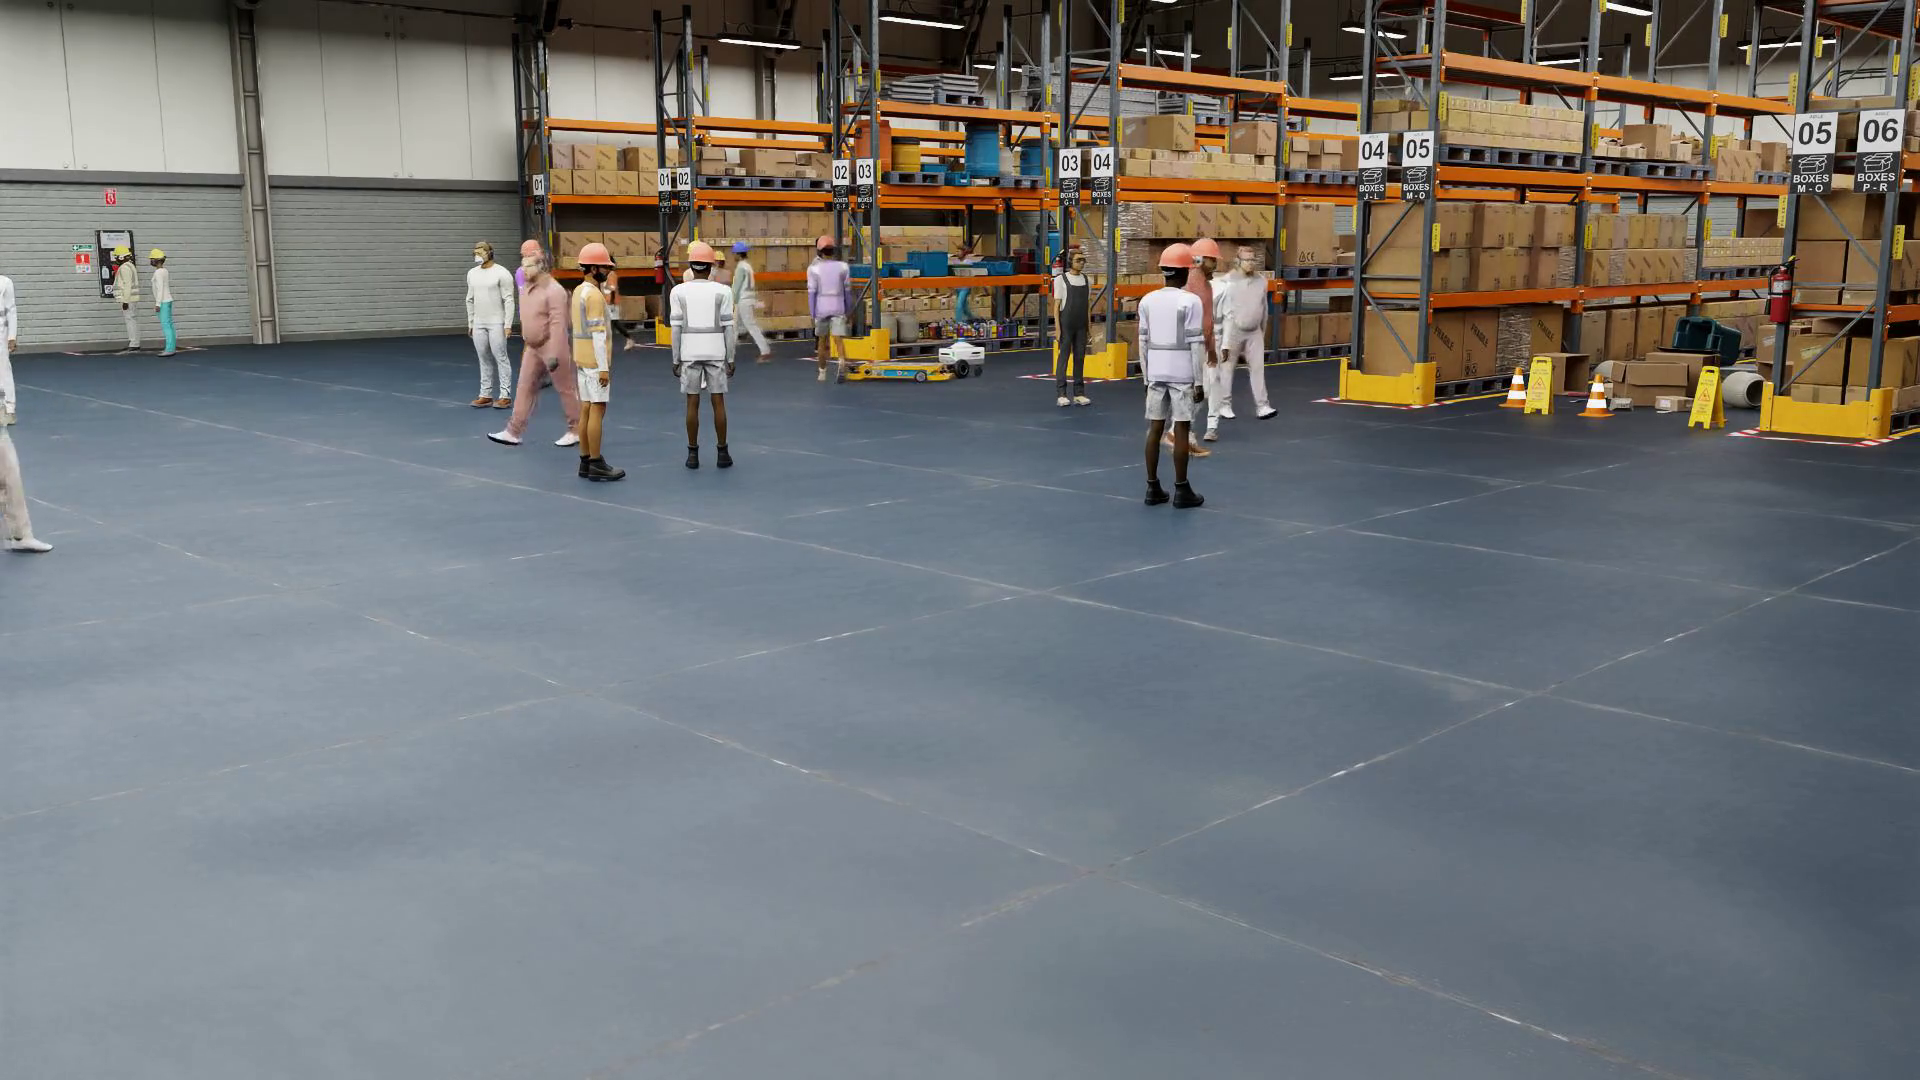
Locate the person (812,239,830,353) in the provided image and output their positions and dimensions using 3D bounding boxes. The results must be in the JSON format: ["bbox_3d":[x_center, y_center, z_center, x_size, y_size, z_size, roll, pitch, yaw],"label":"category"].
[{"bbox_3d":[-2.360,-4.214,28.608,0.368,1.966,0.602,1,10,7],"label":"person"}]

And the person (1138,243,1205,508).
[{"bbox_3d":[1.587,-1.222,12.373,0.545,1.938,0.359,8,13,38],"label":"person"}]

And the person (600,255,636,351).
[{"bbox_3d":[-6.010,-4.079,28.675,0.746,1.676,0.541,-5,12,-28],"label":"person"}]

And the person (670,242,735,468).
[{"bbox_3d":[-2.233,-1.607,14.471,0.550,1.935,0.375,-1,10,-6],"label":"person"}]

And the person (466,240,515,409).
[{"bbox_3d":[-5.473,-2.506,19.372,0.635,1.937,0.354,5,11,24],"label":"person"}]

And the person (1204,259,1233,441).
[{"bbox_3d":[2.384,-1.923,16.342,0.573,1.883,0.354,6,12,29],"label":"person"}]

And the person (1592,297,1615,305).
[{"bbox_3d":[11.557,-4.294,29.780,0.863,1.699,0.499,-10,14,-43],"label":"person"}]

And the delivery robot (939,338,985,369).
[{"bbox_3d":[0.028,-2.647,23.775,0.477,0.478,0.707,9,14,42],"label":"delivery robot"}]

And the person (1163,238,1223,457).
[{"bbox_3d":[2.150,-1.743,15.096,0.427,1.974,0.619,5,11,24],"label":"person"}]

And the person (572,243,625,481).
[{"bbox_3d":[-2.996,-1.472,13.738,0.363,1.935,0.553,-6,12,-28],"label":"person"}]

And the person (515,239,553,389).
[{"bbox_3d":[-5.619,-2.976,21.926,0.353,1.942,0.545,1,10,8],"label":"person"}]

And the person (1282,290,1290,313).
[{"bbox_3d":[7.422,-6.030,38.666,0.548,1.916,0.796,10,14,42],"label":"person"}]

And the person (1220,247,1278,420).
[{"bbox_3d":[3.104,-2.221,18.013,0.684,1.861,0.956,-3,11,-18],"label":"person"}]

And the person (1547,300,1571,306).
[{"bbox_3d":[9.552,-3.635,26.230,0.566,1.669,0.563,8,13,38],"label":"person"}]

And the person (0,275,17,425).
[{"bbox_3d":[-10.322,-2.165,17.666,0.572,1.882,0.356,-1,10,-5],"label":"person"}]

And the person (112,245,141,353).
[{"bbox_3d":[-14.275,-4.124,28.484,0.404,1.830,0.599,-4,11,-19],"label":"person"}]

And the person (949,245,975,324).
[{"bbox_3d":[0.105,-5.046,33.569,0.825,1.818,0.575,-7,13,-35],"label":"person"}]

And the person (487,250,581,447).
[{"bbox_3d":[-3.975,-1.777,15.620,0.669,1.849,1.025,9,14,41],"label":"person"}]

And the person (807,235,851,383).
[{"bbox_3d":[-1.752,-3.115,22.508,0.617,2.016,0.899,-3,11,-13],"label":"person"}]

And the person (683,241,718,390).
[{"bbox_3d":[-3.404,-2.932,21.722,0.363,1.928,0.587,6,12,31],"label":"person"}]

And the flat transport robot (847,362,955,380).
[{"bbox_3d":[-0.818,-2.366,23.274,1.431,0.197,0.652,1,10,7],"label":"flat transport robot"}]

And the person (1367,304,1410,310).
[{"bbox_3d":[6.023,-3.192,23.420,0.615,1.822,0.414,5,12,28],"label":"person"}]

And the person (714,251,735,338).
[{"bbox_3d":[-4.215,-4.157,28.935,0.517,1.735,0.857,-10,14,-43],"label":"person"}]

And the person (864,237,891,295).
[{"bbox_3d":[-1.834,-5.563,35.830,0.636,2.013,0.780,8,13,39],"label":"person"}]

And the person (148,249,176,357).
[{"bbox_3d":[-13.286,-3.943,27.679,0.315,1.769,0.523,-2,11,-12],"label":"person"}]

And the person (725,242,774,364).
[{"bbox_3d":[-3.386,-3.716,26.078,0.992,1.906,0.600,0,10,0],"label":"person"}]

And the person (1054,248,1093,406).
[{"bbox_3d":[1.346,-2.515,19.675,0.518,1.845,0.335,-5,12,-27],"label":"person"}]

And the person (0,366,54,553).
[{"bbox_3d":[-6.216,-0.705,10.442,0.747,1.614,0.520,-1,10,-3],"label":"person"}]
